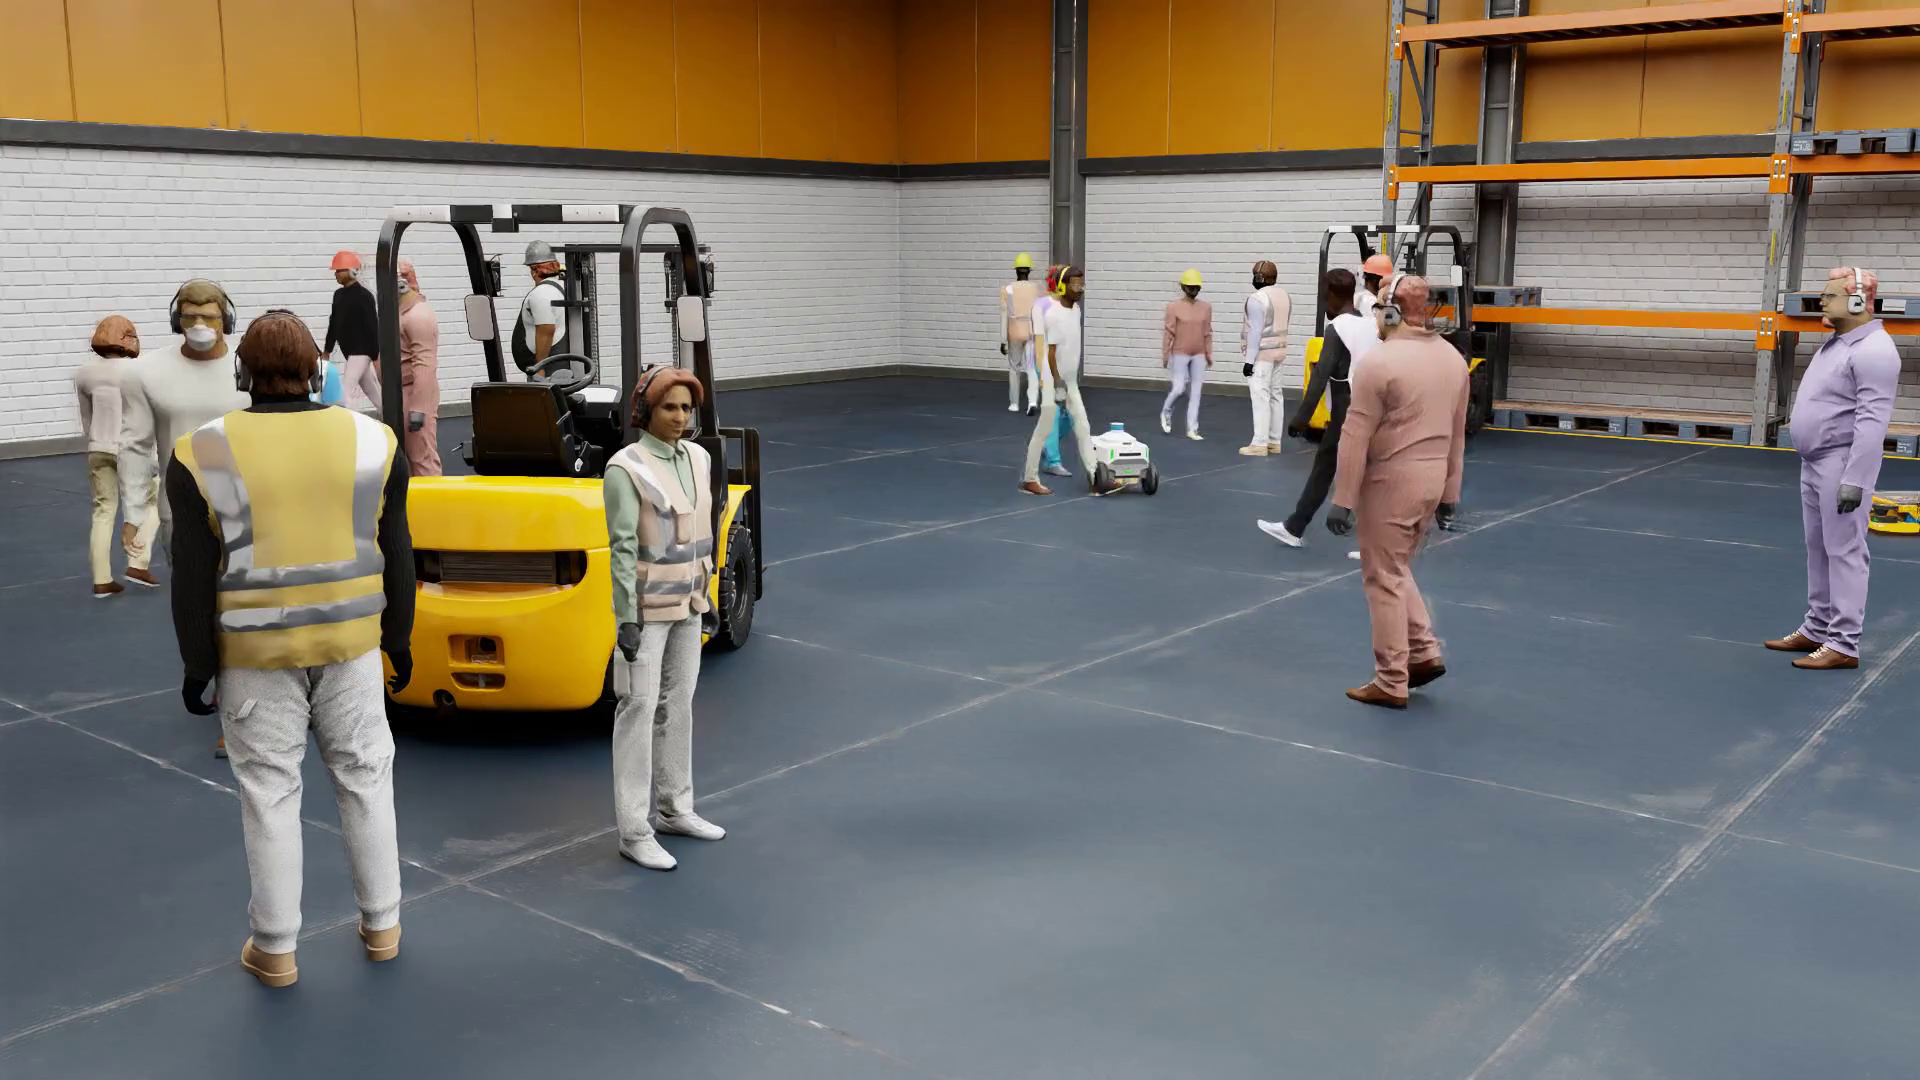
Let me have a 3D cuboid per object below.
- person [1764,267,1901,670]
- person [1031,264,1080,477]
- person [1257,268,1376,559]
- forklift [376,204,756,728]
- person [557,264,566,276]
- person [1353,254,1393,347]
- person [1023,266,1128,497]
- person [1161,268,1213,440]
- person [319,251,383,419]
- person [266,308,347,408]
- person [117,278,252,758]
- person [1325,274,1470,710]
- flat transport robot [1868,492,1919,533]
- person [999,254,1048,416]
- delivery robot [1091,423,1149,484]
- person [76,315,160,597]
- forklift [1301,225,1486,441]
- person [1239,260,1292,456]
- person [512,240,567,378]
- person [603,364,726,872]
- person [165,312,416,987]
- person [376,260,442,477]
[{"bbox_3d":[4.172,-0.338,7.948,0.407,1.908,0.641,1,10,8],"label":"person"},{"bbox_3d":[0.816,-1.459,14.373,0.570,1.826,0.447,-9,14,-42],"label":"person"},{"bbox_3d":[2.400,-0.805,10.697,1.002,1.853,0.579,6,12,28],"label":"person"},{"bbox_3d":[-1.766,-0.406,7.525,1.214,2.155,2.313,1,10,7],"label":"forklift"},{"bbox_3d":[-3.621,-1.560,14.956,0.403,1.824,0.593,1,10,6],"label":"person"},{"bbox_3d":[3.642,-1.535,14.568,0.652,1.921,0.563,2,10,9],"label":"person"},{"bbox_3d":[0.878,-1.231,13.114,0.944,1.821,0.540,7,12,35],"label":"person"},{"bbox_3d":[2.316,-1.901,17.028,0.540,1.753,0.498,-4,11,-20],"label":"person"},{"bbox_3d":[-5.900,-1.837,16.199,1.055,1.939,0.617,-9,14,-42],"label":"person"},{"bbox_3d":[-3.578,-0.413,8.975,0.553,1.675,0.365,-3,11,-15],"label":"person"},{"bbox_3d":[-3.078,-0.130,6.870,0.643,1.897,1.012,-2,10,-11],"label":"person"},{"bbox_3d":[1.888,-0.206,7.272,0.651,1.892,0.435,-9,13,-40],"label":"person"},{"bbox_3d":[7.005,-0.207,11.748,1.431,0.197,0.652,0,10,-1],"label":"flat transport robot"},{"bbox_3d":[0.755,-2.397,19.427,0.603,1.886,0.975,-2,10,-8],"label":"person"},{"bbox_3d":[1.271,-0.706,13.471,0.477,0.478,0.707,-2,11,-12],"label":"delivery robot"},{"bbox_3d":[-4.825,-0.478,9.541,0.544,1.604,0.441,2,10,11],"label":"person"},{"bbox_3d":[4.449,-2.115,16.993,1.214,2.155,2.313,8,13,38],"label":"forklift"},{"bbox_3d":[2.877,-1.721,15.788,0.430,1.843,0.625,9,14,41],"label":"person"},{"bbox_3d":[-3.492,-1.494,13.978,0.536,2.000,0.678,1,10,6],"label":"person"},{"bbox_3d":[-0.973,0.241,5.480,0.315,1.637,0.514,5,11,25],"label":"person"},{"bbox_3d":[-1.823,0.300,4.591,0.635,1.842,0.429,-7,12,-33],"label":"person"},{"bbox_3d":[-3.713,-0.925,11.221,0.404,1.902,0.636,-5,11,-24],"label":"person"}]
